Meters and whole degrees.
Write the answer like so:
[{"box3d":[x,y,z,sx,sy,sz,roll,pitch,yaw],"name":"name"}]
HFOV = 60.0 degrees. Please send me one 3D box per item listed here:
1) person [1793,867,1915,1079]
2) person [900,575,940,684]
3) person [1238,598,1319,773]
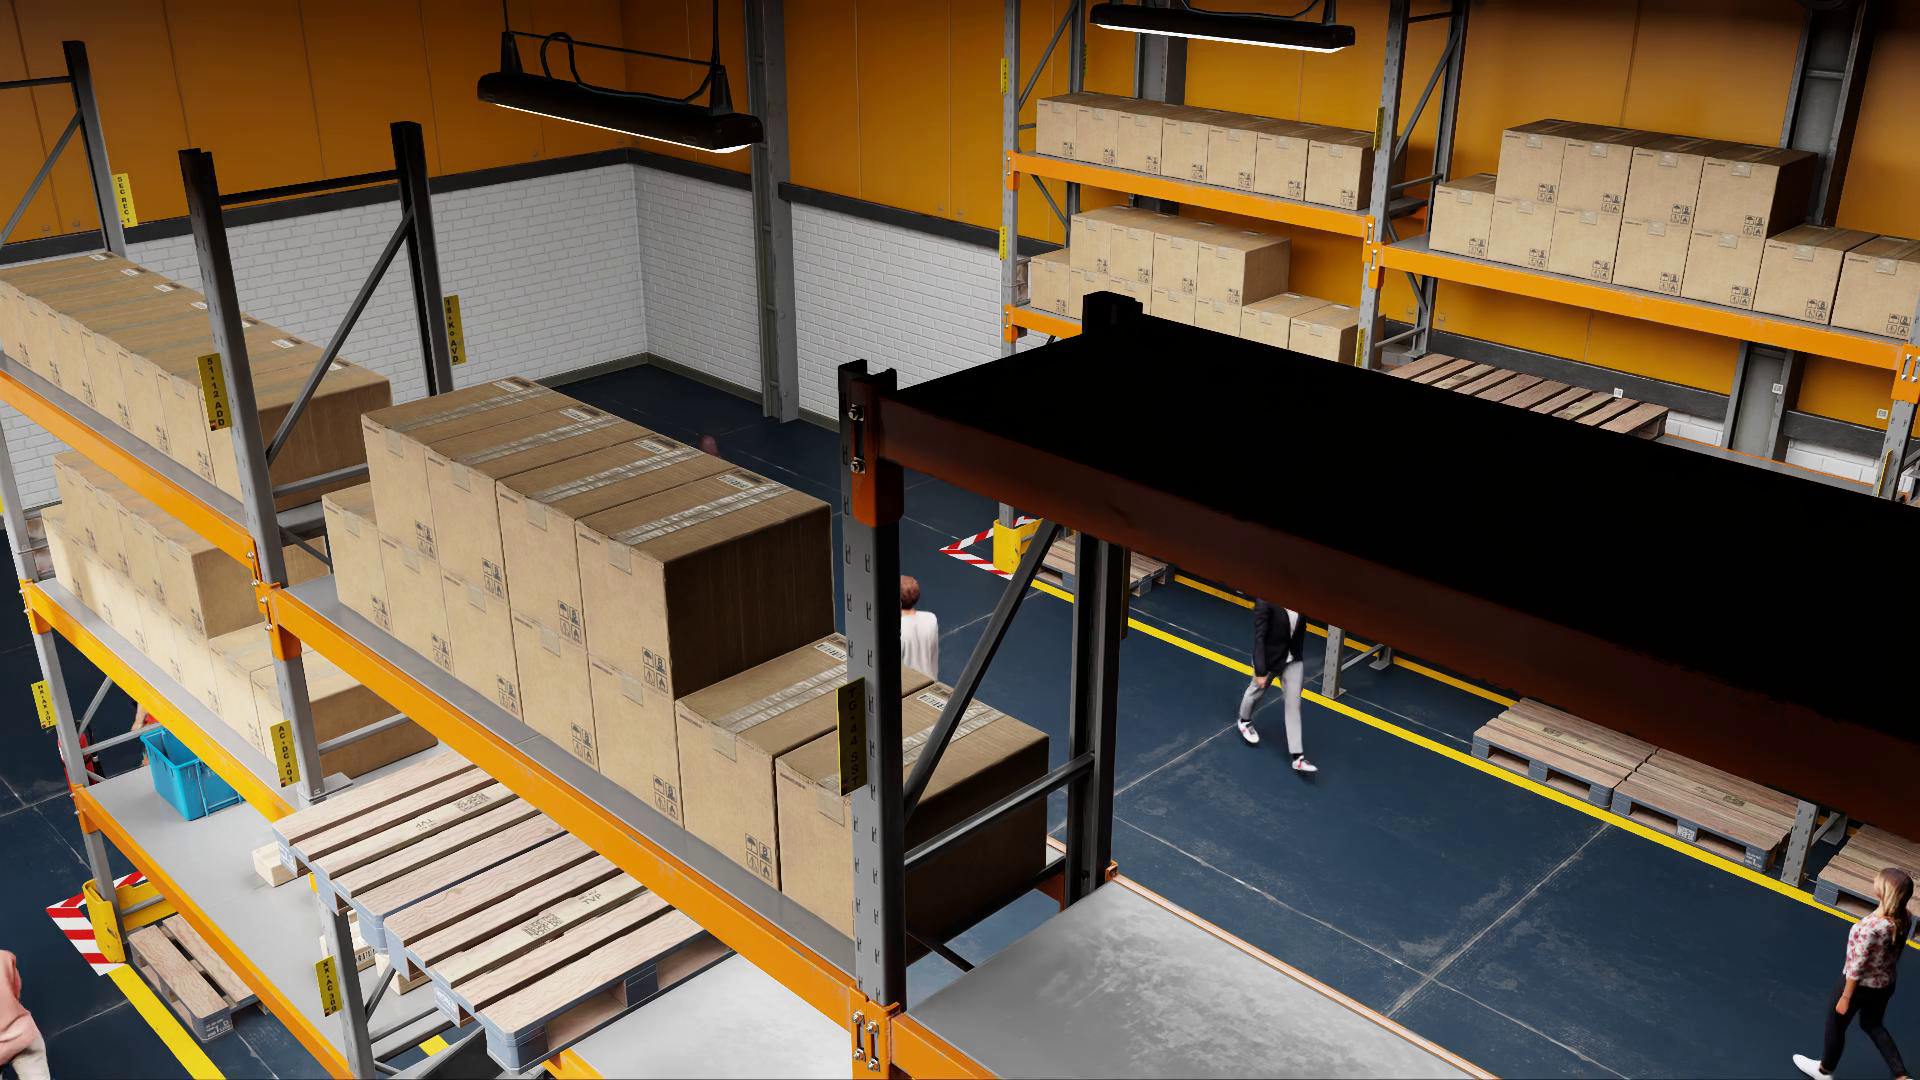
[{"box3d":[5.464,2.689,9.883,0.755,1.616,1.022,-13,27,-26],"name":"person"},{"box3d":[-0.343,1.188,12.969,0.825,1.895,0.969,-11,26,-24],"name":"person"},{"box3d":[2.539,0.906,13.615,1.064,1.893,1.367,-9,25,-19],"name":"person"}]
